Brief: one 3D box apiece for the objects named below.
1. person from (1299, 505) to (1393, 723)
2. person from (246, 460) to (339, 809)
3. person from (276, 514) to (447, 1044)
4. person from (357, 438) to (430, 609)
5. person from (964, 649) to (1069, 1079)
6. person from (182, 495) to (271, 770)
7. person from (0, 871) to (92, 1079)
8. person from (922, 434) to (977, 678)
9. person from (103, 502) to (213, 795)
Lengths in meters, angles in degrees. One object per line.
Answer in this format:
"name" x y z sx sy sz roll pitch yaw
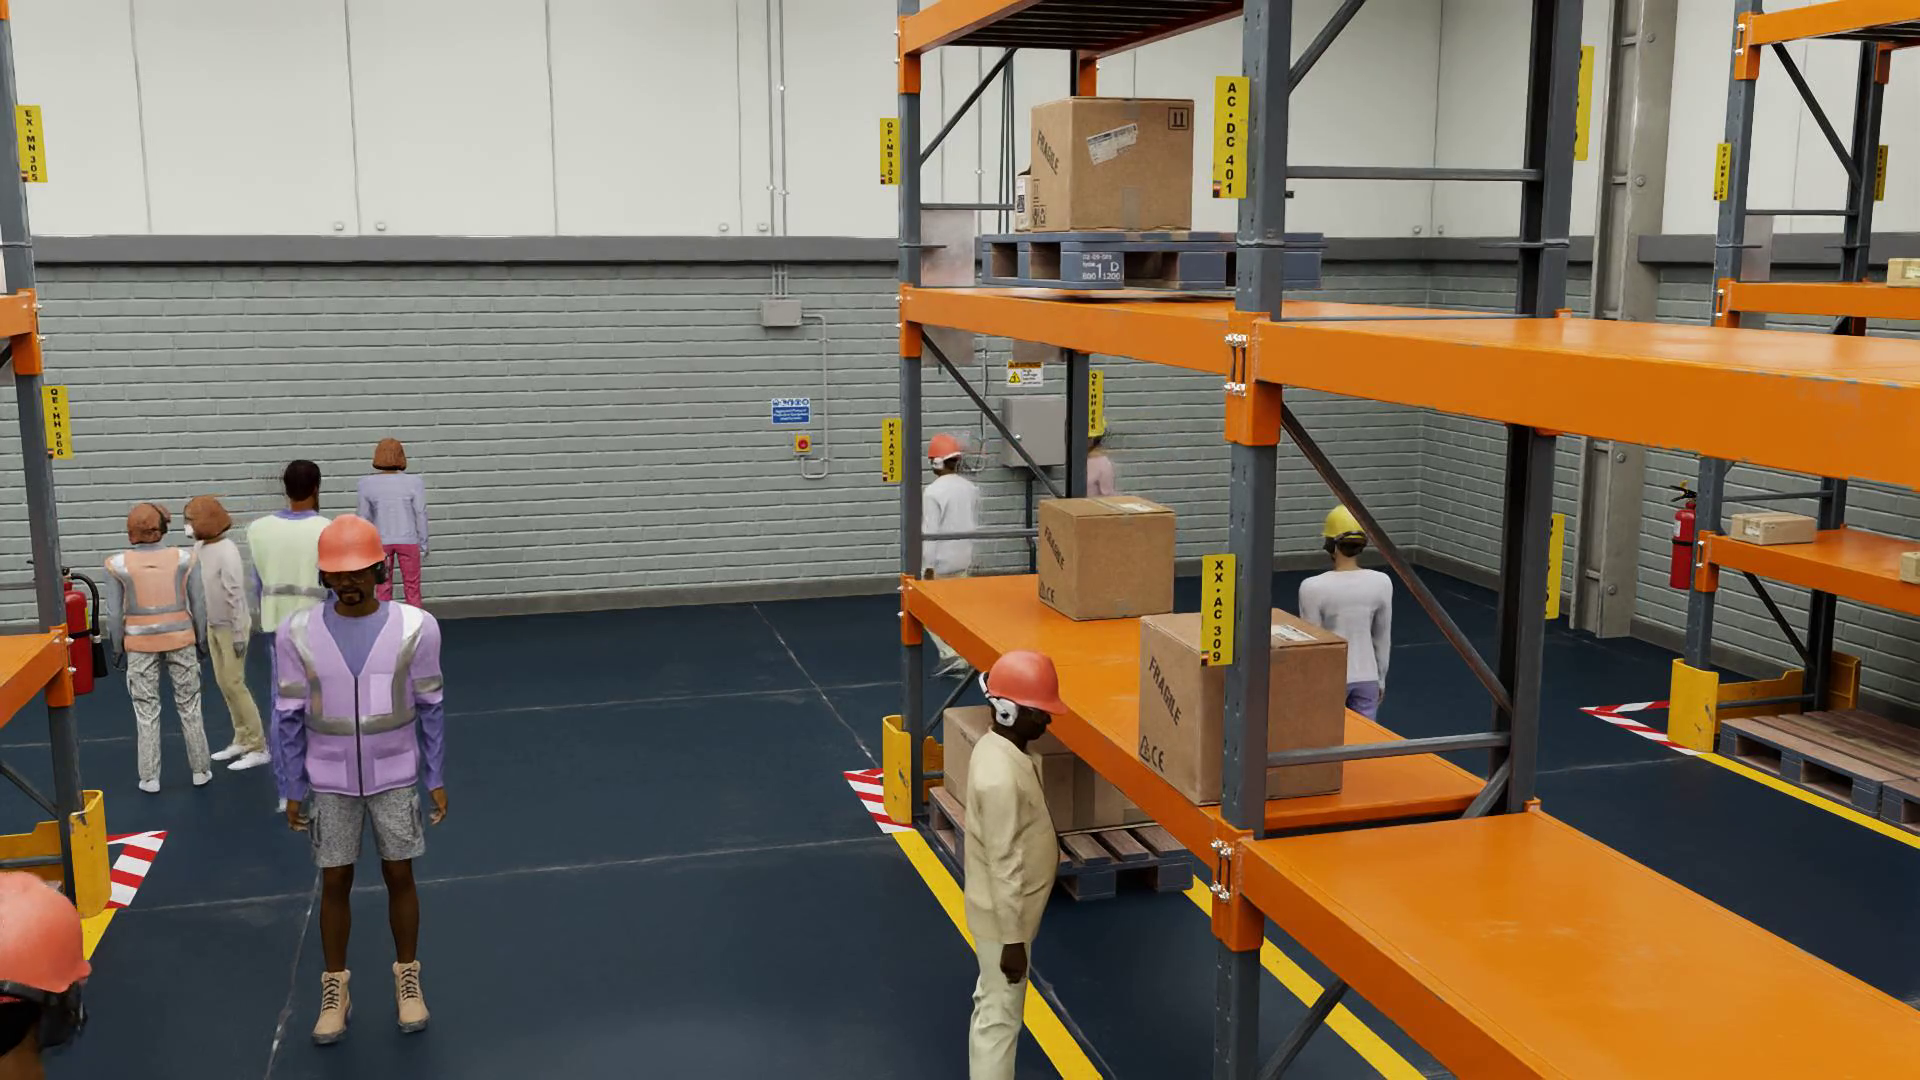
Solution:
"person" 1.906 0.704 8.343 0.532 1.767 0.325 -3 10 -18
"person" -3.617 0.483 9.286 0.610 1.870 0.954 1 10 3
"person" -2.282 0.909 6.382 0.605 2.045 0.386 -3 10 -16
"person" -4.224 0.050 12.446 0.497 1.633 0.284 -2 10 -10
"person" 0.182 1.214 5.496 0.337 1.743 0.560 0 10 0
"person" -4.317 0.536 9.746 0.508 1.611 0.347 9 13 41
"person" -1.516 1.571 2.709 0.663 2.014 0.723 -4 11 -22
"person" -0.116 0.121 11.718 0.383 1.738 0.592 7 12 35
"person" -4.462 0.606 9.272 0.515 1.636 0.315 -5 11 -28
